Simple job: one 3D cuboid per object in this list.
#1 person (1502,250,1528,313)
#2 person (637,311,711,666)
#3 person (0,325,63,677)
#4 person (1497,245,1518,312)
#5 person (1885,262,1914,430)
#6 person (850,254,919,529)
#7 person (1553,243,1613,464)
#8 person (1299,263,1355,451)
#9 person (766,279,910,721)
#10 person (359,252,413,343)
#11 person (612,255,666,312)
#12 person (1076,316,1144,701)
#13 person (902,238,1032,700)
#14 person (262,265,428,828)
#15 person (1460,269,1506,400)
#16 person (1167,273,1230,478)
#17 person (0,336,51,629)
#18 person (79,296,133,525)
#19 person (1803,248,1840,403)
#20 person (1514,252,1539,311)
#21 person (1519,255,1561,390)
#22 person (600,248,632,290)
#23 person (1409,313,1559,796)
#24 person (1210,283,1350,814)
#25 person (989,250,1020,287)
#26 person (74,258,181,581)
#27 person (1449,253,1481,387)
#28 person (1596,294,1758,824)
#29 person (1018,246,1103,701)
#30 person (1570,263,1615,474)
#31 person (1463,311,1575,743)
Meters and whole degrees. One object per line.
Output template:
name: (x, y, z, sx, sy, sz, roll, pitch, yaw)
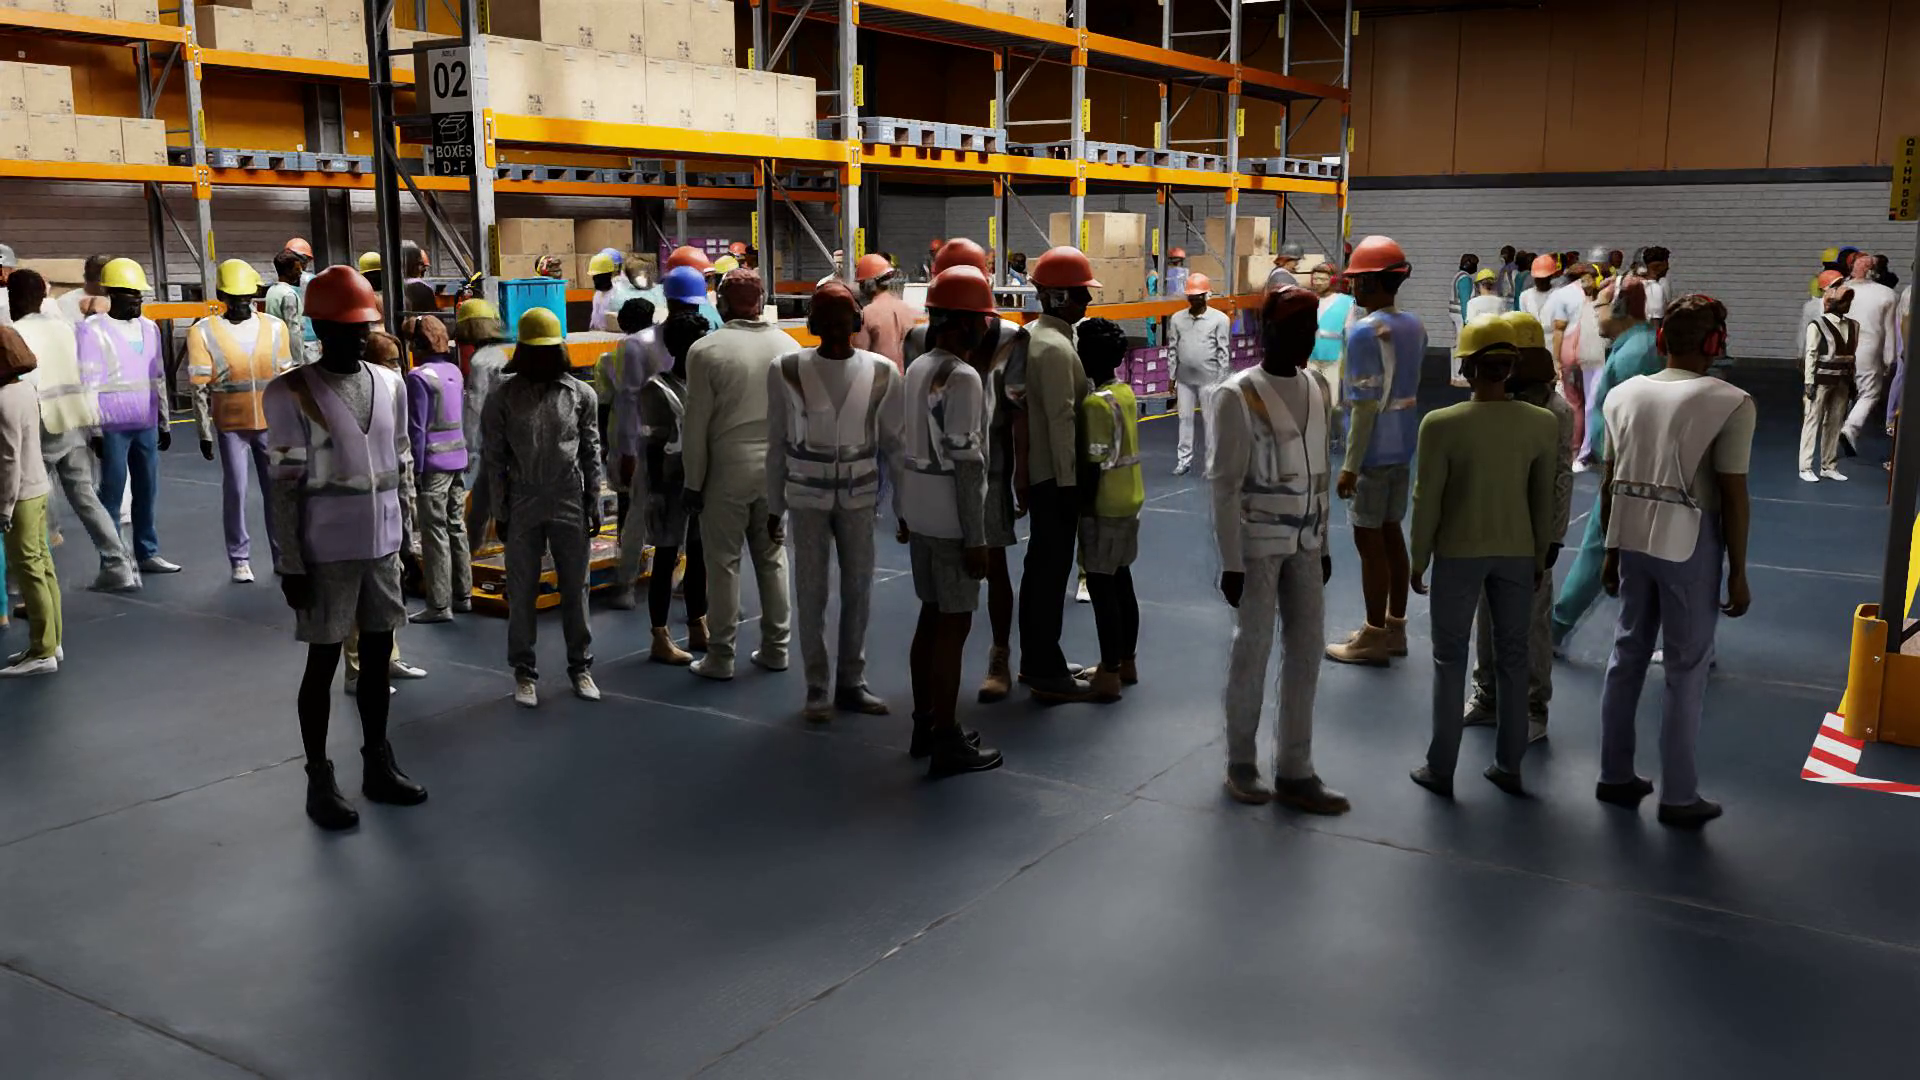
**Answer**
person: (8.792, -3.599, 26.043, 0.597, 1.869, 0.485, 3, 11, 14)
person: (-1.324, -0.250, 7.991, 0.321, 1.693, 0.534, 7, 12, 32)
person: (-4.405, -0.183, 7.767, 0.286, 1.635, 0.497, -3, 11, -18)
person: (8.920, -3.836, 27.170, 0.372, 1.940, 0.632, 1, 10, 3)
person: (10.099, -2.067, 17.656, 0.344, 1.839, 0.509, 9, 14, 42)
person: (-0.507, -1.040, 11.723, 1.031, 1.934, 0.636, 9, 14, 41)
person: (5.645, -1.657, 14.813, 0.717, 2.000, 0.739, 4, 11, 20)
person: (3.382, -1.657, 15.414, 0.586, 1.812, 0.716, 6, 12, 29)
person: (-0.507, -0.156, 6.997, 0.610, 1.868, 0.386, -2, 10, -12)
person: (-4.704, -1.368, 13.536, 0.383, 1.923, 0.588, 7, 12, 34)
person: (-2.670, -1.528, 14.519, 0.733, 1.896, 0.409, -7, 12, -35)
person: (0.645, -0.140, 7.386, 0.320, 1.690, 0.535, 4, 11, 21)
person: (0.021, -0.303, 7.346, 0.611, 2.032, 0.411, 3, 11, 18)
person: (-2.113, 0.020, 5.809, 0.374, 1.935, 0.552, 7, 12, 34)
person: (5.890, -2.156, 18.513, 0.572, 1.707, 0.938, -5, 11, -27)
person: (2.022, -1.406, 14.243, 0.566, 1.744, 0.351, 6, 12, 32)
person: (-5.042, -0.450, 8.694, 0.349, 1.839, 0.504, 6, 12, 29)
person: (-6.047, -0.921, 11.868, 0.316, 1.631, 0.526, 1, 10, 3)
person: (10.727, -2.650, 20.625, 0.587, 1.928, 0.363, -9, 13, -40)
person: (8.509, -3.389, 24.997, 0.349, 1.837, 0.505, -4, 11, -20)
person: (5.771, -1.870, 16.478, 0.569, 1.867, 1.026, 8, 13, 37)
person: (-3.560, -2.057, 17.320, 0.420, 1.939, 0.607, 1, 10, 7)
person: (1.895, 0.061, 6.076, 0.525, 1.761, 0.340, -1, 10, -3)
person: (1.152, 0.035, 5.904, 0.621, 1.872, 0.525, -7, 12, -34)
person: (0.521, -2.758, 21.279, 0.590, 1.914, 0.400, 7, 12, 32)
person: (-4.942, -0.709, 9.912, 0.391, 1.918, 0.591, 4, 11, 20)
person: (7.000, -3.041, 23.052, 0.429, 1.839, 0.622, 1, 10, 8)
person: (2.471, 0.068, 5.824, 0.386, 1.836, 0.564, -6, 12, -29)
person: (0.432, -0.295, 7.387, 0.384, 1.993, 0.623, -1, 10, -7)
person: (5.640, -1.507, 14.588, 0.883, 1.833, 0.569, -6, 12, -30)
person: (2.220, -0.047, 6.714, 0.324, 1.742, 0.492, -6, 12, -30)
